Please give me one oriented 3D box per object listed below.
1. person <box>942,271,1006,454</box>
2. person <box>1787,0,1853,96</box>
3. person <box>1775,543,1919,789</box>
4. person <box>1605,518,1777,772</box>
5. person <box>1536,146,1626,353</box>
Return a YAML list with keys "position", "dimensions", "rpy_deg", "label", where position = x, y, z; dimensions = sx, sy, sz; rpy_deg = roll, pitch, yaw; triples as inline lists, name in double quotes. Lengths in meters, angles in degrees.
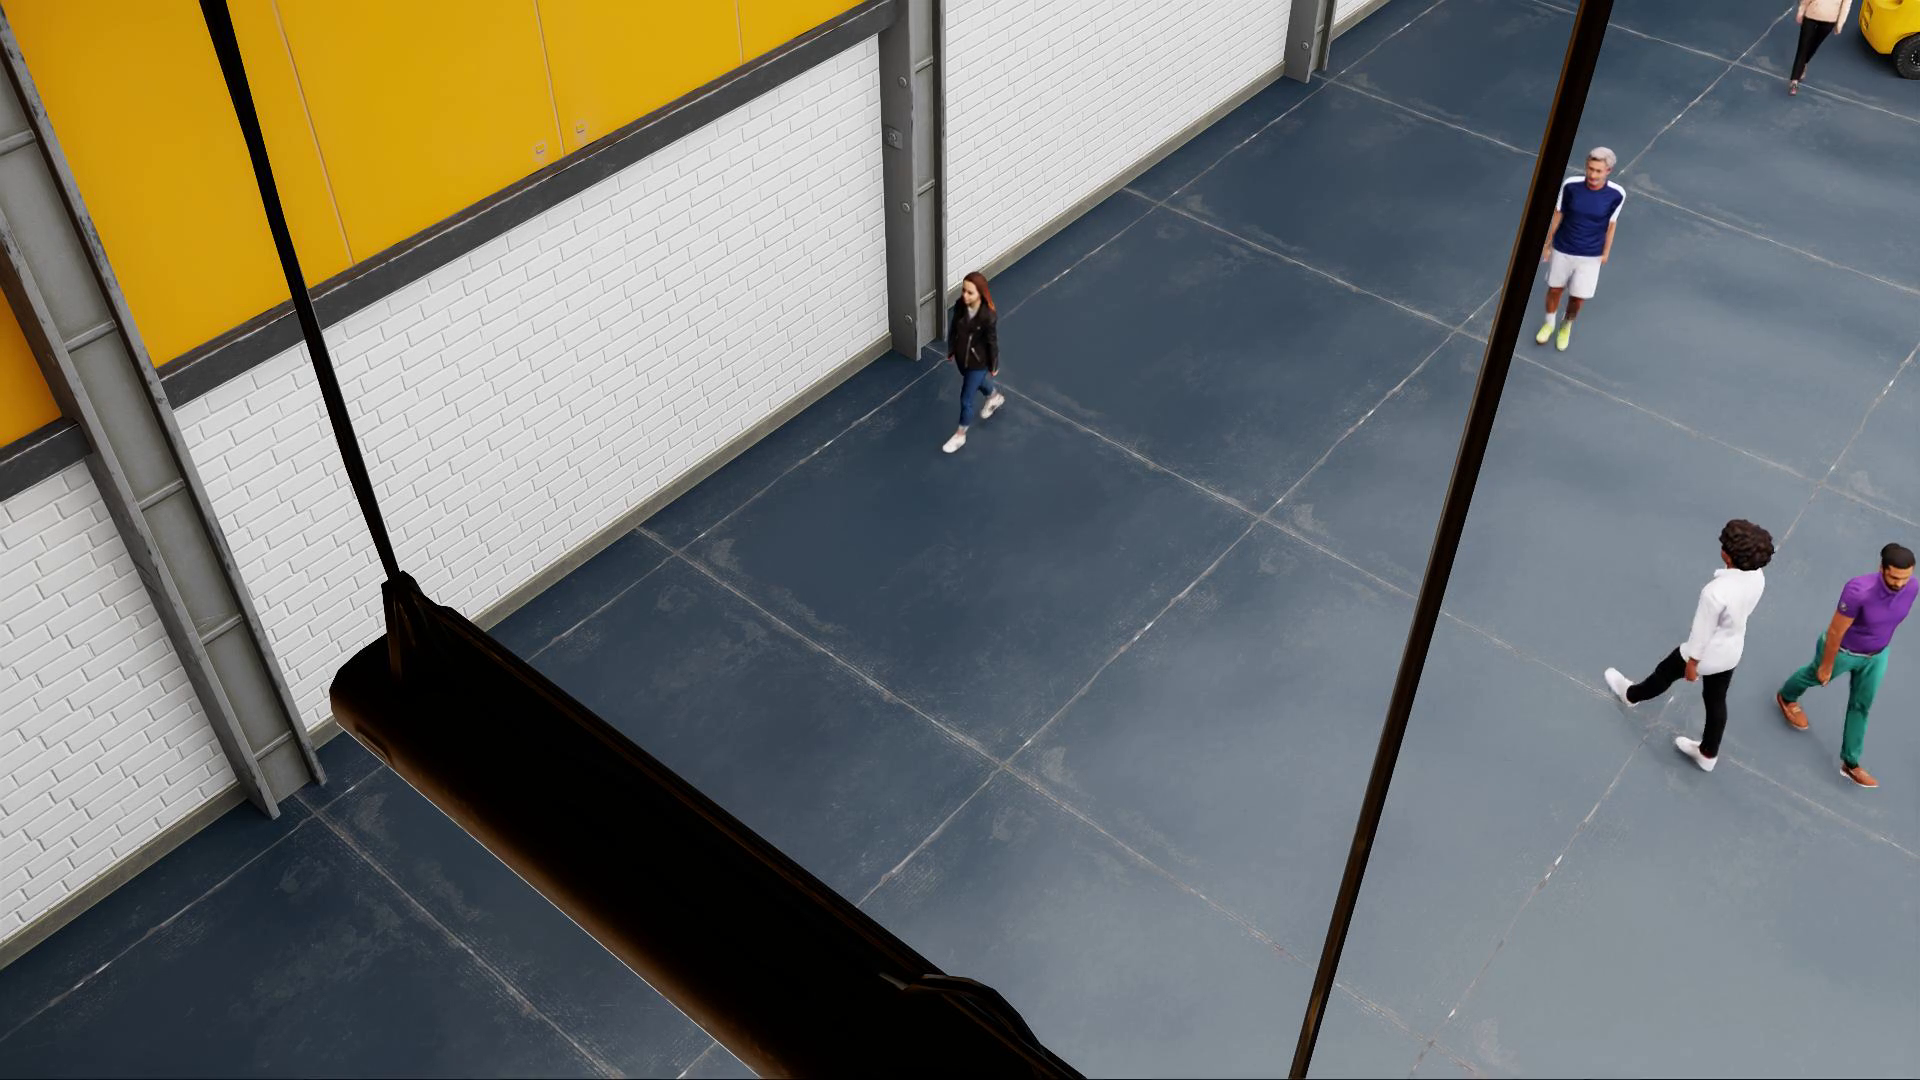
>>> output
- position: [0.139, -1.388, 12.377]
  dimensions: [0.599, 1.455, 0.959]
  rpy_deg: [33, 53, 30]
  label: "person"
- position: [8.451, -5.142, 16.324]
  dimensions: [0.801, 1.447, 1.057]
  rpy_deg: [14, 45, 14]
  label: "person"
- position: [5.348, 0.600, 10.098]
  dimensions: [1.155, 1.720, 1.174]
  rpy_deg: [-8, 44, -8]
  label: "person"
- position: [4.571, 0.690, 9.976]
  dimensions: [1.123, 1.759, 0.956]
  rpy_deg: [-21, 48, -21]
  label: "person"
- position: [4.880, -2.332, 13.103]
  dimensions: [0.717, 1.821, 0.701]
  rpy_deg: [19, 47, 19]
  label: "person"
